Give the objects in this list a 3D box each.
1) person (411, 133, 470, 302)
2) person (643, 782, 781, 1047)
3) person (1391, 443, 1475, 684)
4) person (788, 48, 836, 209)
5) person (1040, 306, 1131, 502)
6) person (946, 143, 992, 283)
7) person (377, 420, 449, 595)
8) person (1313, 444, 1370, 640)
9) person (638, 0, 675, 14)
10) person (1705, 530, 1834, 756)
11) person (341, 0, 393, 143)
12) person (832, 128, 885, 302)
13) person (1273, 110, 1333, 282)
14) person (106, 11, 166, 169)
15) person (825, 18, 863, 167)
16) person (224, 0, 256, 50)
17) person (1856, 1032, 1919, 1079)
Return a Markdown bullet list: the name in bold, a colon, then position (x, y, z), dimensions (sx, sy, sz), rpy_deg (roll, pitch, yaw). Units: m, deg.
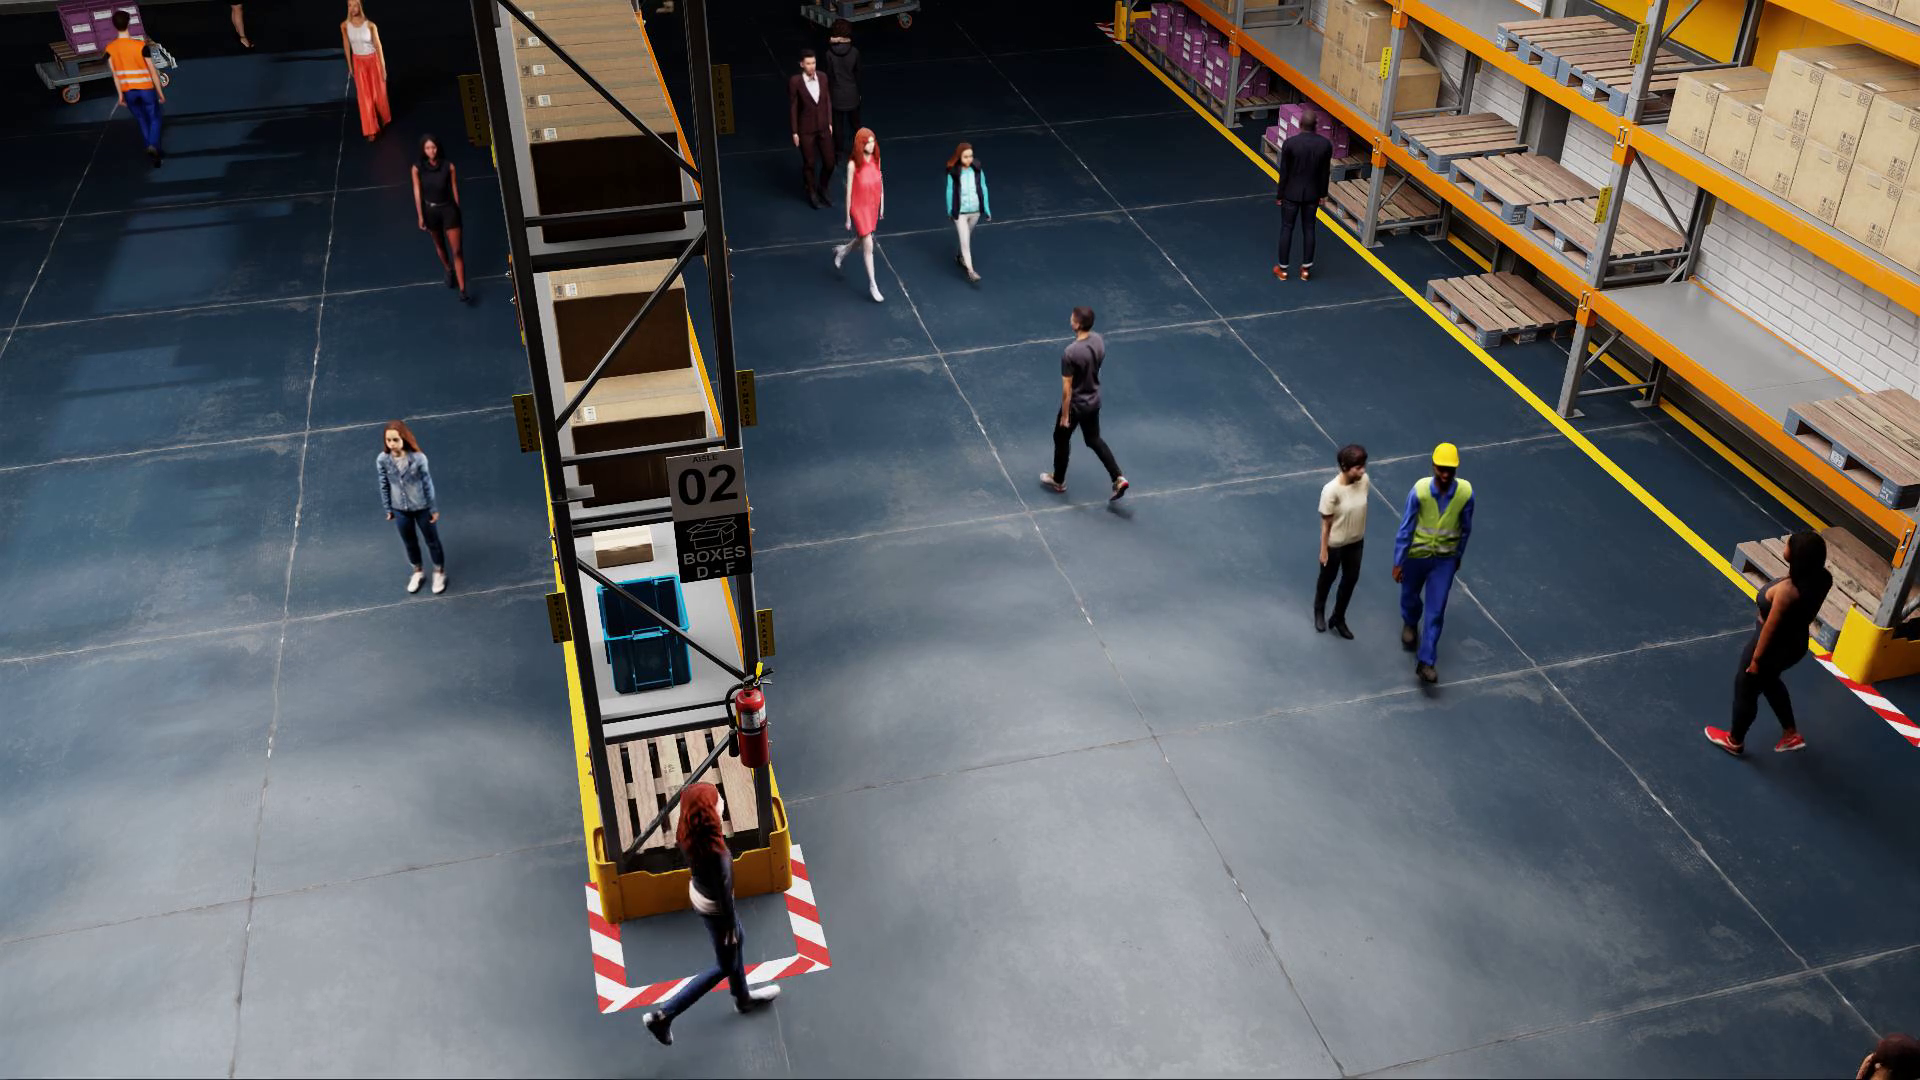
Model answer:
- **person**: position (-5.371, -3.352, 17.176), dimensions (0.597, 1.684, 1.171), rpy_deg (-8, 34, -12)
- **person**: position (-1.400, 2.038, 8.990), dimensions (0.819, 1.770, 1.051), rpy_deg (-18, 38, -26)
- **person**: position (3.366, 0.063, 11.961), dimensions (0.986, 1.769, 1.246), rpy_deg (4, 34, 7)
- **person**: position (-1.723, -4.758, 19.141), dimensions (0.765, 1.851, 0.700), rpy_deg (-15, 37, -22)
- **person**: position (1.065, -1.079, 13.707), dimensions (1.187, 1.738, 0.999), rpy_deg (28, 43, 35)
- **person**: position (0.044, -3.510, 17.617), dimensions (0.663, 1.459, 1.013), rpy_deg (-13, 36, -19)
- **person**: position (-4.174, -0.262, 12.716), dimensions (0.594, 1.475, 0.565), rpy_deg (-1, 34, -1)
- **person**: position (2.787, -0.020, 12.258), dimensions (0.662, 1.578, 0.663), rpy_deg (-14, 36, -20)
- **person**: position (-4.889, -8.781, 25.403), dimensions (0.619, 1.619, 1.006), rpy_deg (8, 35, 12)
- **person**: position (5.431, 0.743, 10.906), dimensions (0.822, 1.805, 0.948), rpy_deg (-19, 38, -26)
- **person**: position (-7.480, -5.987, 21.090), dimensions (0.773, 1.740, 1.327), rpy_deg (-4, 34, -6)
- **person**: position (-1.041, -3.383, 17.123), dimensions (0.936, 1.795, 1.203), rpy_deg (-26, 41, -33)
- **person**: position (3.576, -3.614, 17.450), dimensions (0.753, 1.817, 0.682), rpy_deg (0, 34, -1)
- **person**: position (-9.913, -5.376, 20.055), dimensions (0.672, 1.867, 1.016), rpy_deg (-7, 34, -11)
- **person**: position (-1.409, -5.442, 20.236), dimensions (0.615, 1.778, 0.564), rpy_deg (-8, 34, -12)
- **person**: position (-10.604, -8.064, 24.236), dimensions (0.747, 1.717, 0.602), rpy_deg (-15, 36, -21)
- **person**: position (4.268, 2.877, 7.915), dimensions (0.680, 1.562, 0.599), rpy_deg (8, 34, 11)
